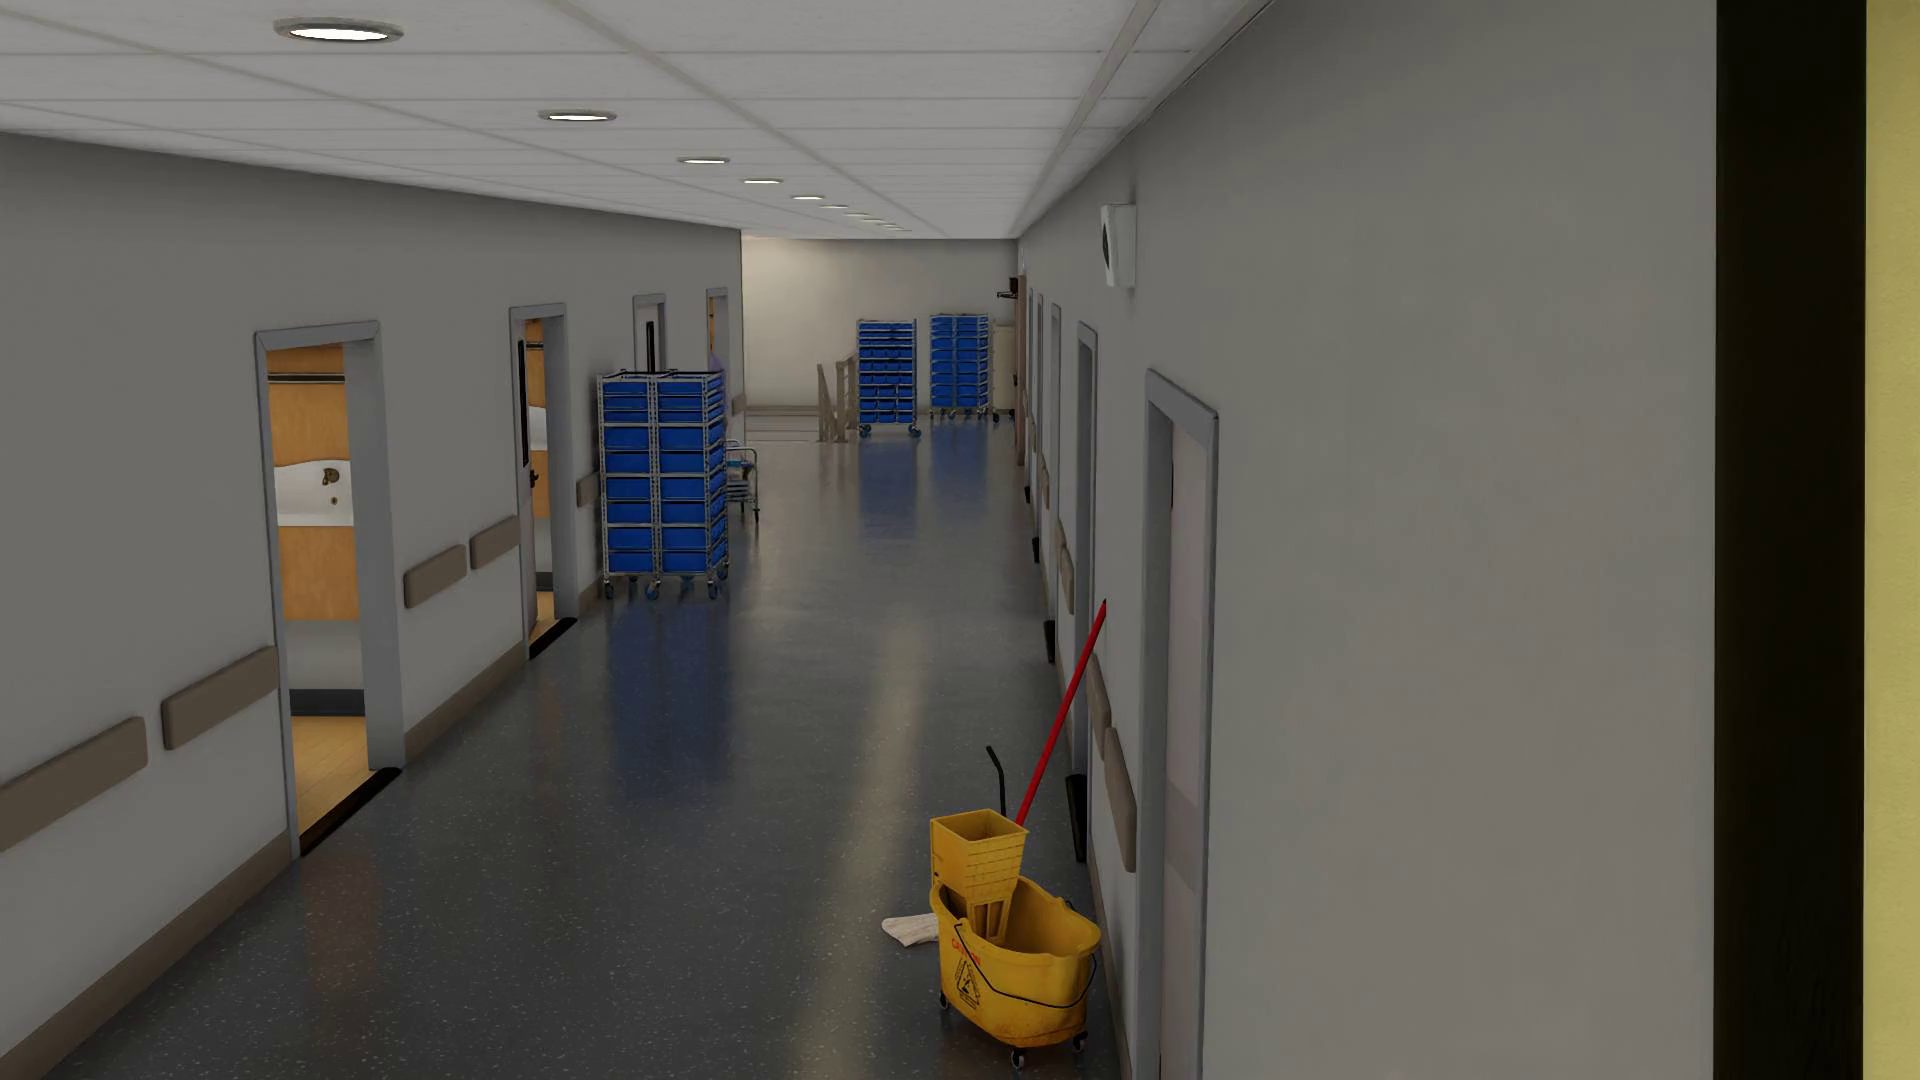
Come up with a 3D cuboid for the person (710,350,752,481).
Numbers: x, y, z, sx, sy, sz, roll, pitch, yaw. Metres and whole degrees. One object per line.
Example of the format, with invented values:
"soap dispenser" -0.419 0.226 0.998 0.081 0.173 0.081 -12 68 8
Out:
"person" -2.740 -1.440 18.762 0.754 1.892 0.639 -4 10 -21
